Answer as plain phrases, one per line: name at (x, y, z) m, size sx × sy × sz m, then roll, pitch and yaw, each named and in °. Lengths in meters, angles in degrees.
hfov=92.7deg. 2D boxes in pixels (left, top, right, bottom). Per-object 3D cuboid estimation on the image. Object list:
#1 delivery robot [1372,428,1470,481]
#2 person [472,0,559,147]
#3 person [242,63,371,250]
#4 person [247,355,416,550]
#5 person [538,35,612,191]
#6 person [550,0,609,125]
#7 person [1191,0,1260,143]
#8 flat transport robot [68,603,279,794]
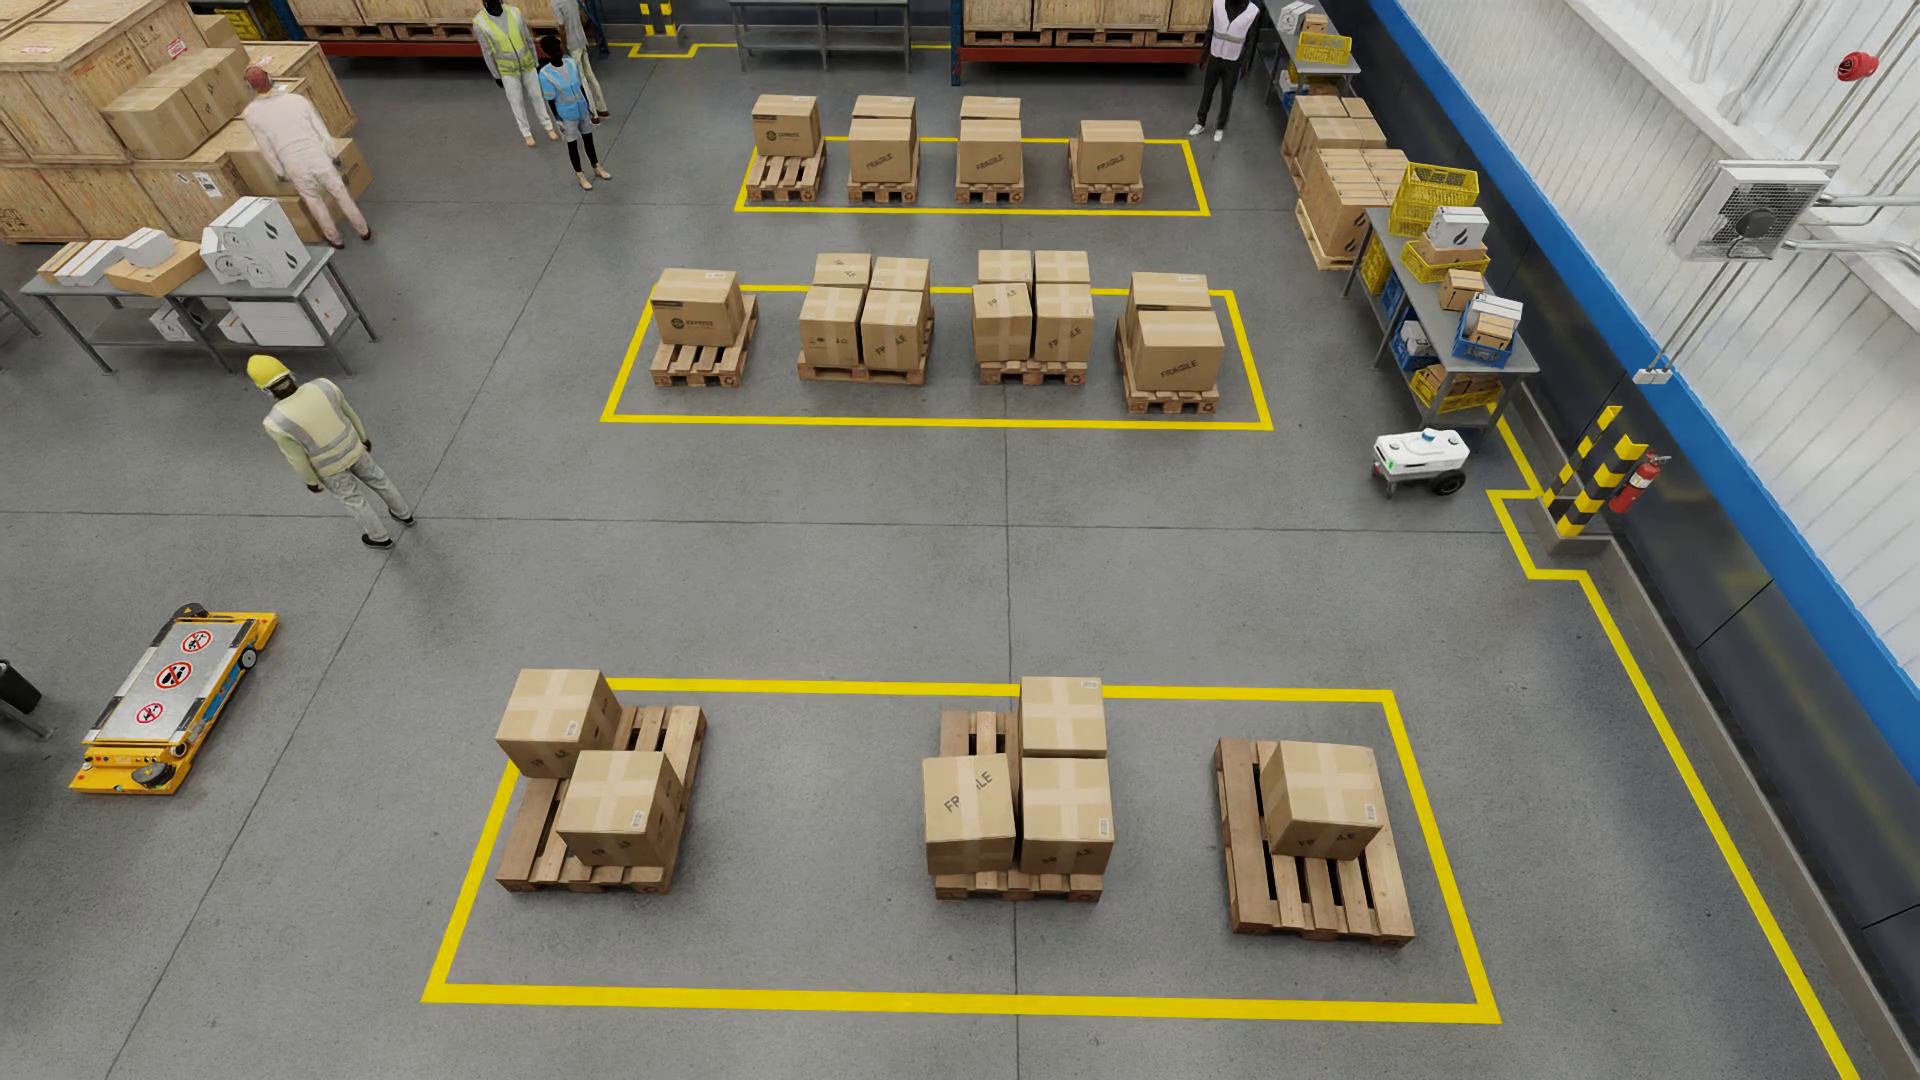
delivery robot at (3.870, -0.733, 7.726) m, size 0.707 × 0.478 × 0.477 m, roll -5°, pitch 50°, yaw -4°
person at (-5.445, -5.785, 11.232) m, size 0.619 × 1.836 × 0.431 m, roll -32°, pitch 57°, yaw -24°
person at (-6.935, -4.024, 9.691) m, size 0.652 × 1.906 × 0.403 m, roll -34°, pitch 58°, yaw -25°
person at (-4.704, -0.638, 6.880) m, size 0.403 × 1.822 × 0.586 m, roll 18°, pitch 52°, yaw 15°
person at (-4.476, -4.937, 10.598) m, size 0.315 × 1.696 × 0.541 m, roll 27°, pitch 55°, yaw 21°
person at (-4.891, -6.247, 11.610) m, size 0.349 × 1.854 × 0.519 m, roll 9°, pitch 50°, yaw 7°
person at (3.277, -5.929, 11.310) m, size 0.627 × 1.909 × 0.394 m, roll 23°, pitch 54°, yaw 18°
flat transport robot at (-5.504, 1.072, 6.442) m, size 0.652 × 0.197 × 1.431 m, roll 1°, pitch 50°, yaw 1°
